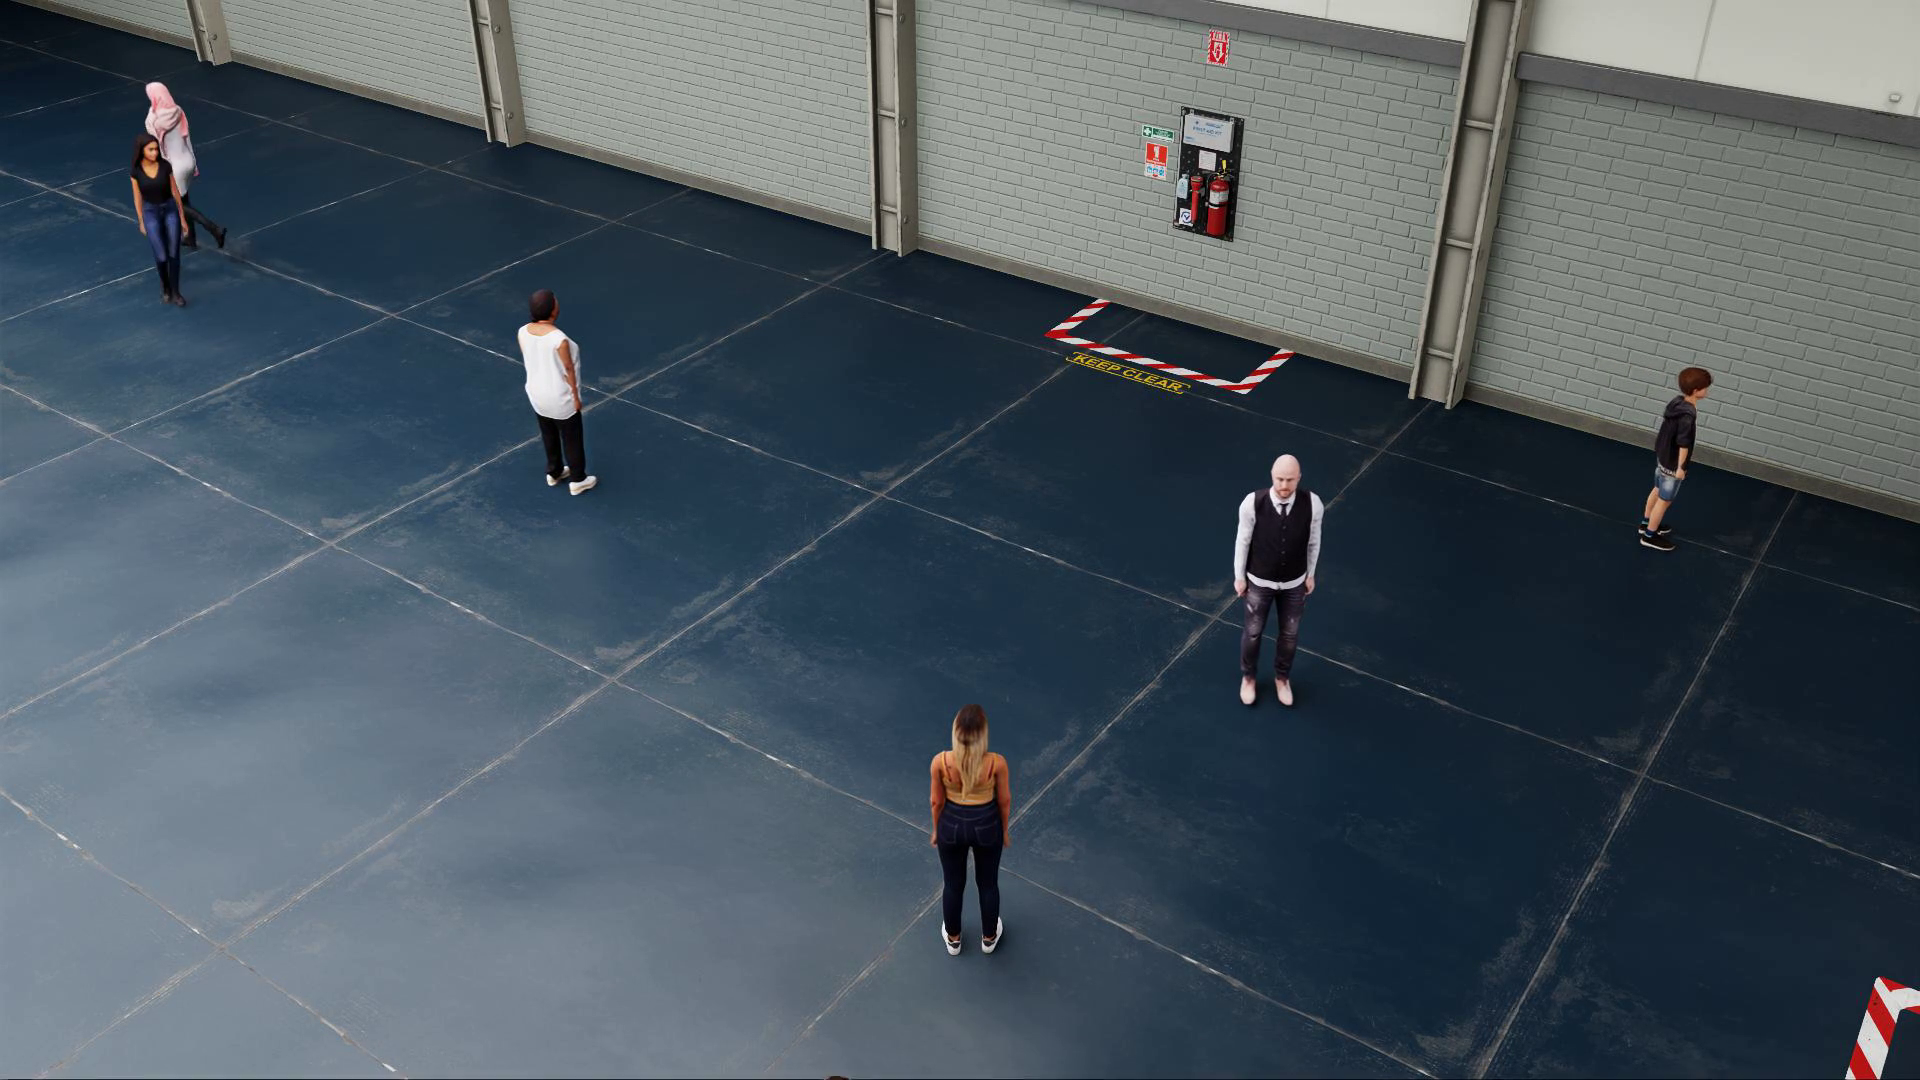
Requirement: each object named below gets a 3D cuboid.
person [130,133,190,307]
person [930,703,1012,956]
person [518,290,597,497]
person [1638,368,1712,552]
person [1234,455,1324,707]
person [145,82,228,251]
[{"bbox_3d":[-7.716,-3.110,16.080,0.648,1.715,0.689,-19,37,-27],"label":"person"},{"bbox_3d":[0.054,1.539,8.791,0.623,1.629,0.716,0,32,0],"label":"person"},{"bbox_3d":[-3.161,-1.165,13.022,0.536,1.687,0.703,19,37,28],"label":"person"},{"bbox_3d":[5.317,-0.624,12.388,0.647,1.449,0.624,7,33,11],"label":"person"},{"bbox_3d":[2.027,0.243,10.665,0.747,1.821,0.847,0,32,1],"label":"person"},{"bbox_3d":[-7.960,-3.777,17.075,1.082,1.782,0.756,14,35,20],"label":"person"}]
